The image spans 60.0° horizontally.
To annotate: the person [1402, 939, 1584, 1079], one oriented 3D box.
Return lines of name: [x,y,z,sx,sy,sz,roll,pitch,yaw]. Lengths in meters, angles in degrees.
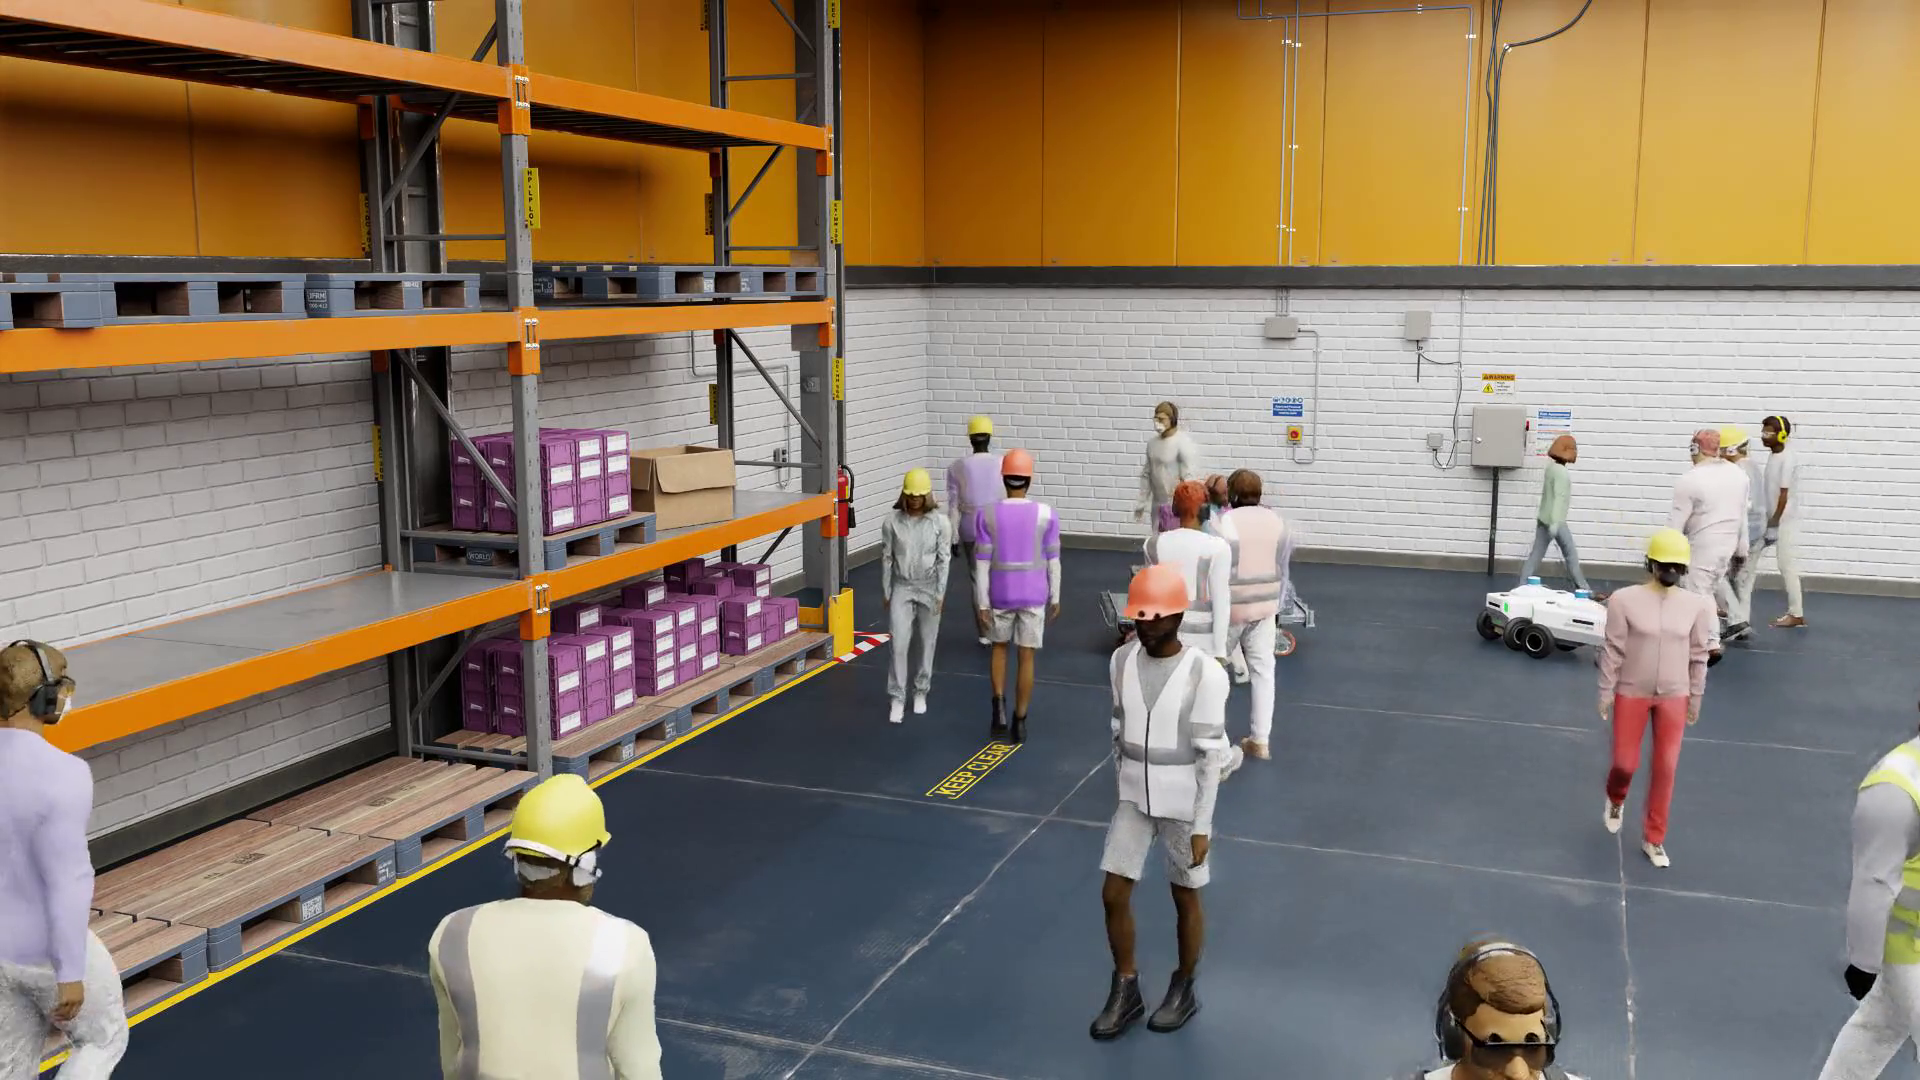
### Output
person: [0.990,1.639,3.088,0.557,1.826,0.613,-1,9,-5]

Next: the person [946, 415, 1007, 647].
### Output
person: [0.191,-0.064,13.540,0.614,1.901,0.495,0,9,-1]

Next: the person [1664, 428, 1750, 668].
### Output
person: [5.625,0.101,12.600,0.748,1.881,0.440,-4,10,-23]

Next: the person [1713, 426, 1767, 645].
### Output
person: [6.361,-0.030,13.701,0.483,1.789,0.638,8,12,42]

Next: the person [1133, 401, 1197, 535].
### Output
person: [1.777,-0.276,14.858,0.669,1.919,0.632,-4,10,-24]

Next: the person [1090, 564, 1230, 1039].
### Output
person: [0.768,1.045,6.534,0.546,1.912,0.656,6,11,34]

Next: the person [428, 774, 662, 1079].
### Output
person: [-1.014,1.463,4.246,0.609,1.798,0.751,1,9,4]

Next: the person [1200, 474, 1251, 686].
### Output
person: [1.833,0.309,12.177,0.839,1.586,0.519,3,10,20]

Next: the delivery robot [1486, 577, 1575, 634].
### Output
delivery robot: [4.703,0.545,13.650,0.707,0.478,0.477,-2,9,-12]

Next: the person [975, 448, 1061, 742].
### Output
person: [0.383,0.358,10.838,0.554,1.920,0.422,1,9,6]

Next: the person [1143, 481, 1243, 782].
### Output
person: [1.371,0.572,9.704,0.591,1.845,0.942,6,11,34]

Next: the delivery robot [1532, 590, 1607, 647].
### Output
delivery robot: [4.880,0.635,13.084,0.477,0.478,0.707,-7,12,-39]

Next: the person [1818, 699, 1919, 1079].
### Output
person: [3.180,1.298,5.349,0.638,1.792,0.964,-6,11,-33]

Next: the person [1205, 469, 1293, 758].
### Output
person: [1.765,0.443,10.658,0.653,1.808,0.843,-3,10,-18]

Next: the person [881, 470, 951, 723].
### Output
person: [-0.300,0.382,11.317,0.480,1.711,0.725,0,9,0]

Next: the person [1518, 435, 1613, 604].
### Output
person: [5.481,-0.155,15.081,0.869,1.580,0.509,0,9,1]

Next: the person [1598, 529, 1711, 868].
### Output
person: [3.585,0.793,8.637,0.543,1.753,0.466,1,9,7]

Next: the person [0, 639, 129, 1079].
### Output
person: [-2.894,1.259,5.201,0.636,1.920,0.432,3,10,19]

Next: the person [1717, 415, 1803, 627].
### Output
person: [6.925,-0.151,14.338,0.871,1.831,0.532,1,9,7]
